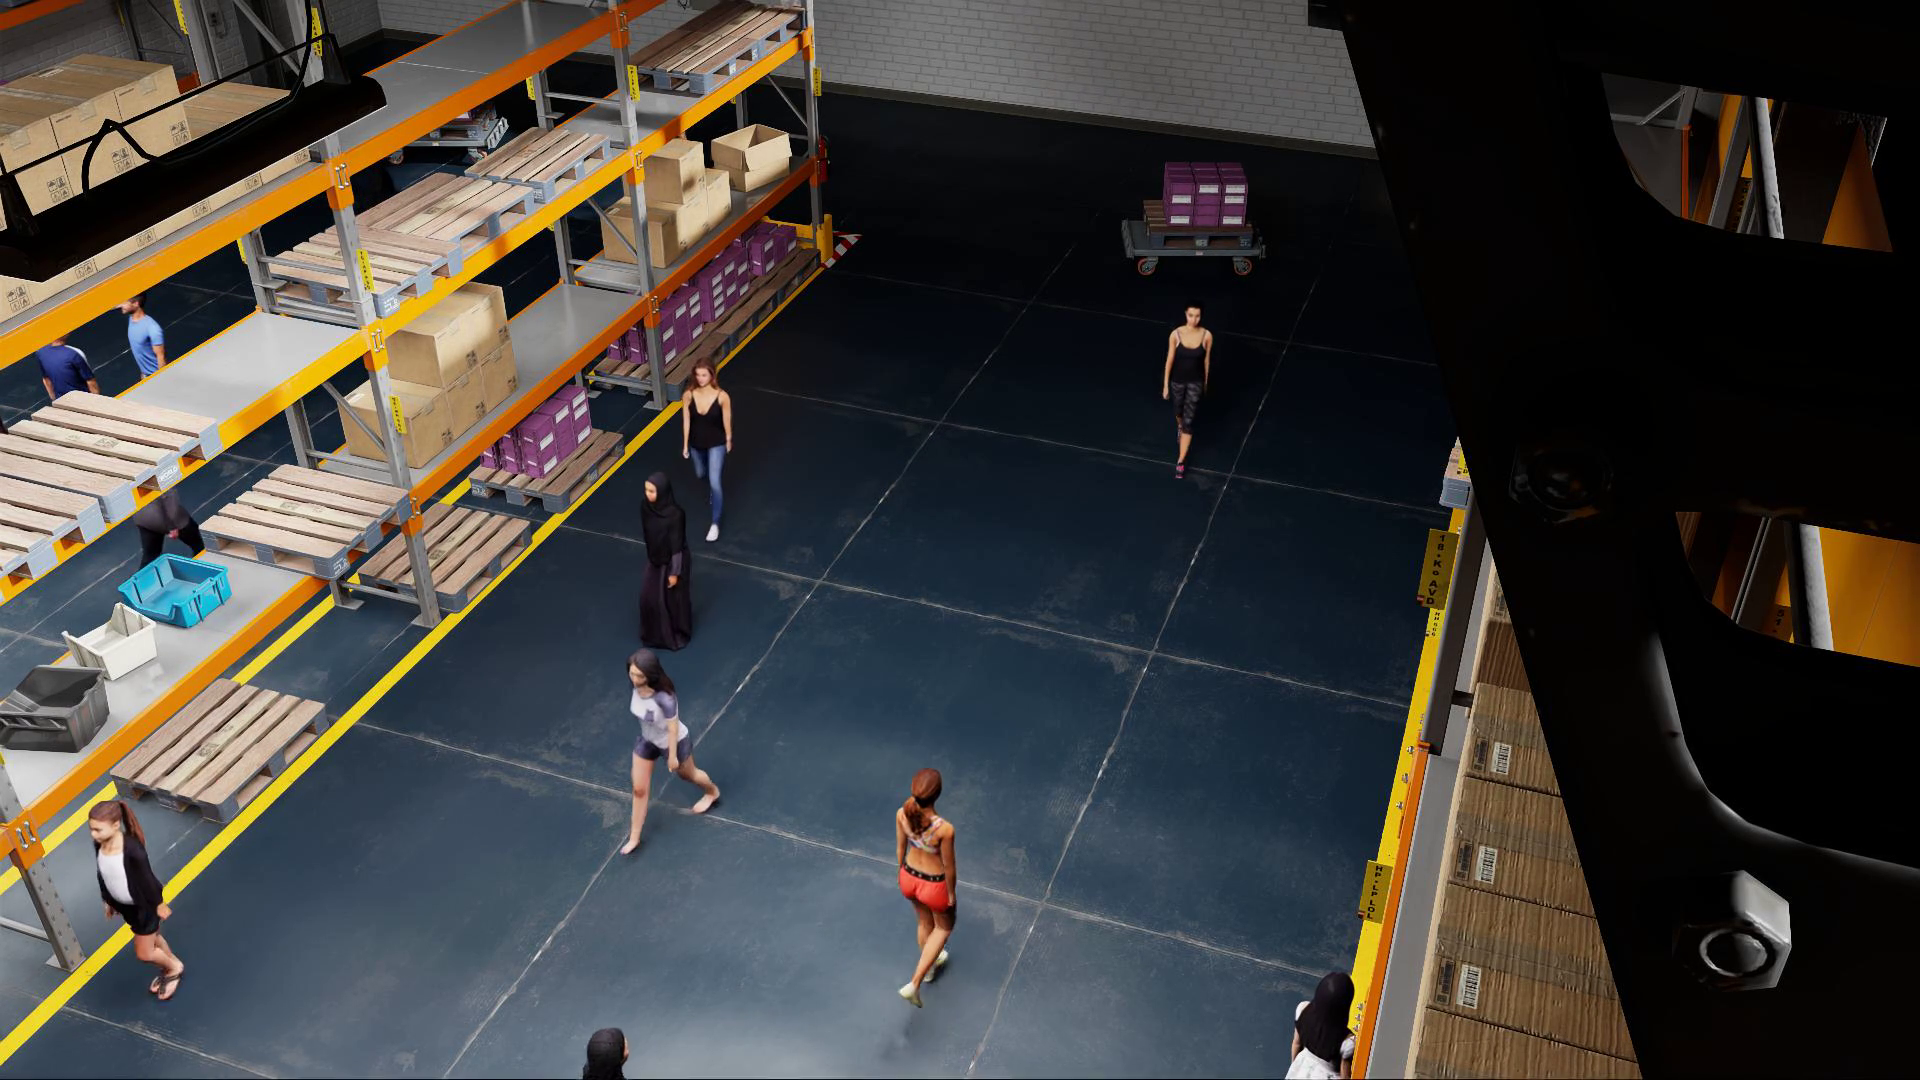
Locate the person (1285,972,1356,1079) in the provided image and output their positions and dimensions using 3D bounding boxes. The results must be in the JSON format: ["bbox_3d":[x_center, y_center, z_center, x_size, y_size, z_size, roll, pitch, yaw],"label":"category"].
[{"bbox_3d":[1.935,3.004,9.005,0.805,1.769,0.778,-24,40,-31],"label":"person"}]

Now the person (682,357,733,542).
[{"bbox_3d":[-2.251,-0.905,14.959,0.726,1.688,1.128,6,34,8],"label":"person"}]

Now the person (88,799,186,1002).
[{"bbox_3d":[-5.100,2.198,10.421,0.544,1.544,0.576,12,35,17],"label":"person"}]

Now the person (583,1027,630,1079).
[{"bbox_3d":[-1.845,3.247,8.716,0.932,1.684,1.177,29,43,36],"label":"person"}]

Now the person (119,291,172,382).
[{"bbox_3d":[-7.614,-1.568,15.799,0.731,1.863,0.705,27,42,34],"label":"person"}]

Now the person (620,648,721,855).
[{"bbox_3d":[-2.004,1.361,11.576,0.828,1.660,1.196,25,41,33],"label":"person"}]

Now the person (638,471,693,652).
[{"bbox_3d":[-2.329,0.134,13.468,0.677,1.609,0.703,19,38,26],"label":"person"}]

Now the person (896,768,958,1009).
[{"bbox_3d":[-0.242,2.173,10.250,0.651,1.775,0.902,17,37,23],"label":"person"}]

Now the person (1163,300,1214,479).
[{"bbox_3d":[2.165,-1.516,15.880,0.716,1.687,1.165,6,34,8],"label":"person"}]
